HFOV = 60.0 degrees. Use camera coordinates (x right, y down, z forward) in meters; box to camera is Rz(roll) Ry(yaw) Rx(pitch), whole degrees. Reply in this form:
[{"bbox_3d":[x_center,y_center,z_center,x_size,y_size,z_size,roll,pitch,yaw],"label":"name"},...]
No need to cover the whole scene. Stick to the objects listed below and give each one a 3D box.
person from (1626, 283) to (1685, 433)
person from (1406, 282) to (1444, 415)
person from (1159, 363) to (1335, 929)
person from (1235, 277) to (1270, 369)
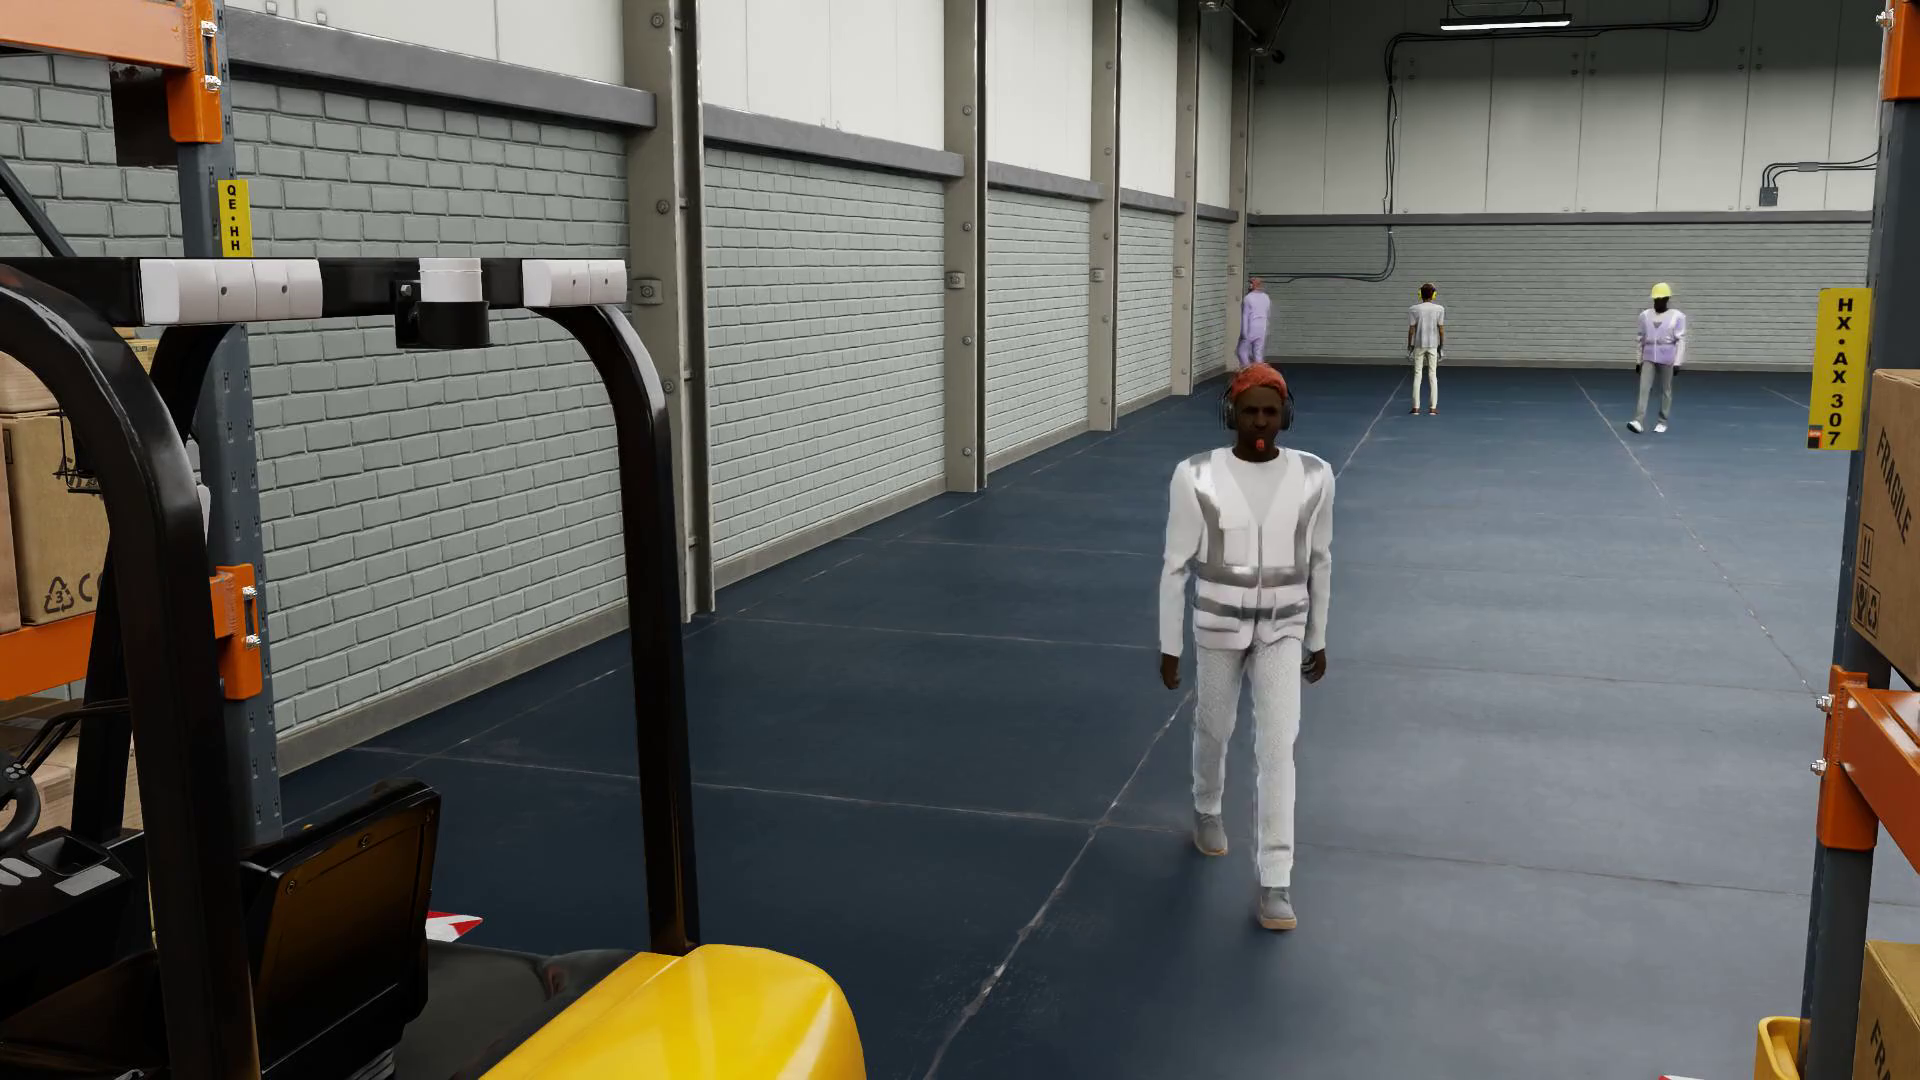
[{"bbox_3d":[8.724,-2.260,20.851,0.617,1.880,0.945,9,13,42],"label":"person"},{"bbox_3d":[6.589,-2.707,23.566,0.518,1.873,0.328,2,10,12],"label":"person"},{"bbox_3d":[0.980,0.302,5.759,0.594,1.842,0.980,0,10,0],"label":"person"},{"bbox_3d":[5.131,-3.660,29.178,0.661,1.891,0.446,-6,11,-34],"label":"person"}]
